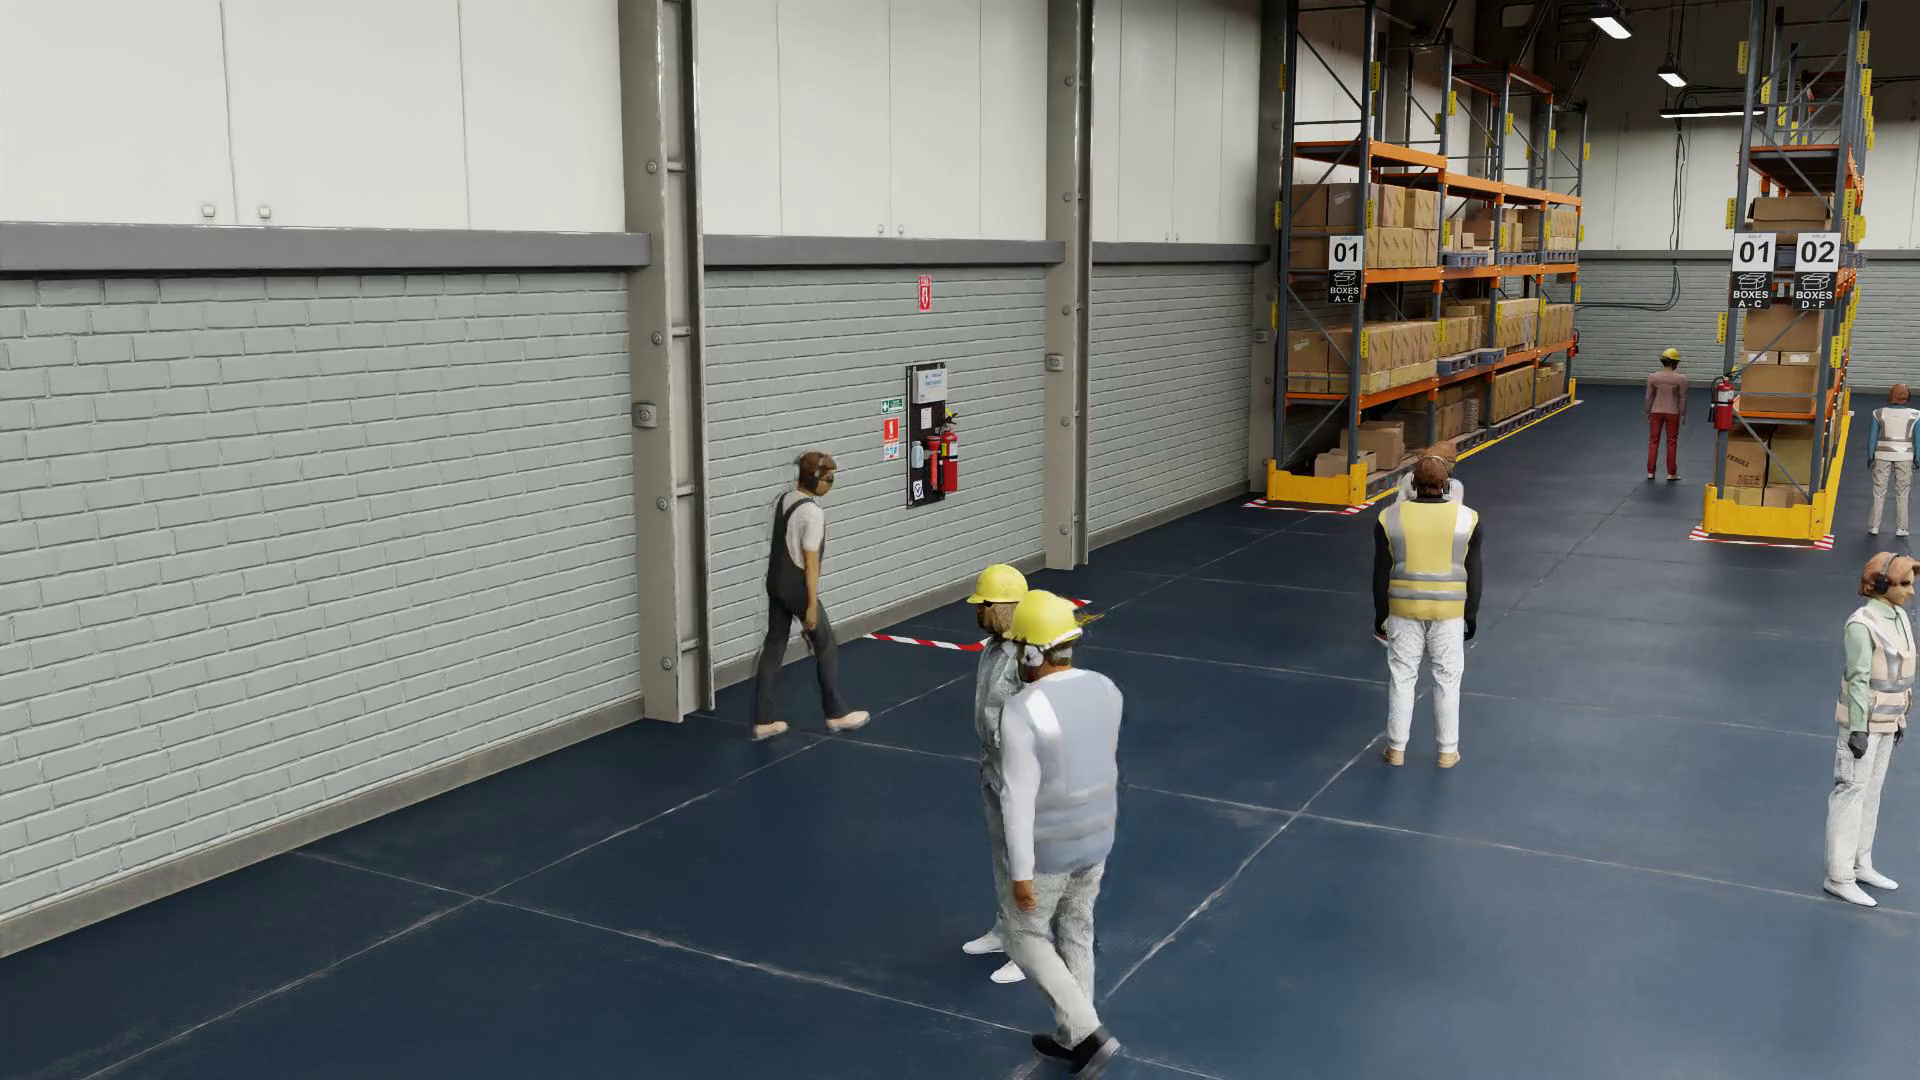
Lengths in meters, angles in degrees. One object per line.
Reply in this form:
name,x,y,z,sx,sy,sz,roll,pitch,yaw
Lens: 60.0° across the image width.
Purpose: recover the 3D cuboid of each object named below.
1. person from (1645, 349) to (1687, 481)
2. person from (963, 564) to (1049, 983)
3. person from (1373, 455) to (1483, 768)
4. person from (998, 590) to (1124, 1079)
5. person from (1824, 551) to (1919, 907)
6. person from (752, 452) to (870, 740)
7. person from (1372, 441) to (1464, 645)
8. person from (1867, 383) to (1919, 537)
person,9.452,-1.677,22.277,0.526,1.762,0.335,8,12,38
person,0.186,0.958,6.901,0.322,1.742,0.493,-3,10,-19
person,2.730,0.422,9.756,0.624,1.844,0.429,2,10,14
person,0.371,1.084,5.972,0.585,1.817,0.528,-8,13,-40
person,4.250,0.864,7.757,0.511,1.641,0.307,-9,13,-43
person,-0.918,0.347,10.326,0.836,1.795,0.494,-8,12,-39
person,3.533,0.033,12.742,0.607,1.597,0.412,7,12,34
person,9.985,-0.849,17.785,0.522,1.639,0.306,6,11,32
